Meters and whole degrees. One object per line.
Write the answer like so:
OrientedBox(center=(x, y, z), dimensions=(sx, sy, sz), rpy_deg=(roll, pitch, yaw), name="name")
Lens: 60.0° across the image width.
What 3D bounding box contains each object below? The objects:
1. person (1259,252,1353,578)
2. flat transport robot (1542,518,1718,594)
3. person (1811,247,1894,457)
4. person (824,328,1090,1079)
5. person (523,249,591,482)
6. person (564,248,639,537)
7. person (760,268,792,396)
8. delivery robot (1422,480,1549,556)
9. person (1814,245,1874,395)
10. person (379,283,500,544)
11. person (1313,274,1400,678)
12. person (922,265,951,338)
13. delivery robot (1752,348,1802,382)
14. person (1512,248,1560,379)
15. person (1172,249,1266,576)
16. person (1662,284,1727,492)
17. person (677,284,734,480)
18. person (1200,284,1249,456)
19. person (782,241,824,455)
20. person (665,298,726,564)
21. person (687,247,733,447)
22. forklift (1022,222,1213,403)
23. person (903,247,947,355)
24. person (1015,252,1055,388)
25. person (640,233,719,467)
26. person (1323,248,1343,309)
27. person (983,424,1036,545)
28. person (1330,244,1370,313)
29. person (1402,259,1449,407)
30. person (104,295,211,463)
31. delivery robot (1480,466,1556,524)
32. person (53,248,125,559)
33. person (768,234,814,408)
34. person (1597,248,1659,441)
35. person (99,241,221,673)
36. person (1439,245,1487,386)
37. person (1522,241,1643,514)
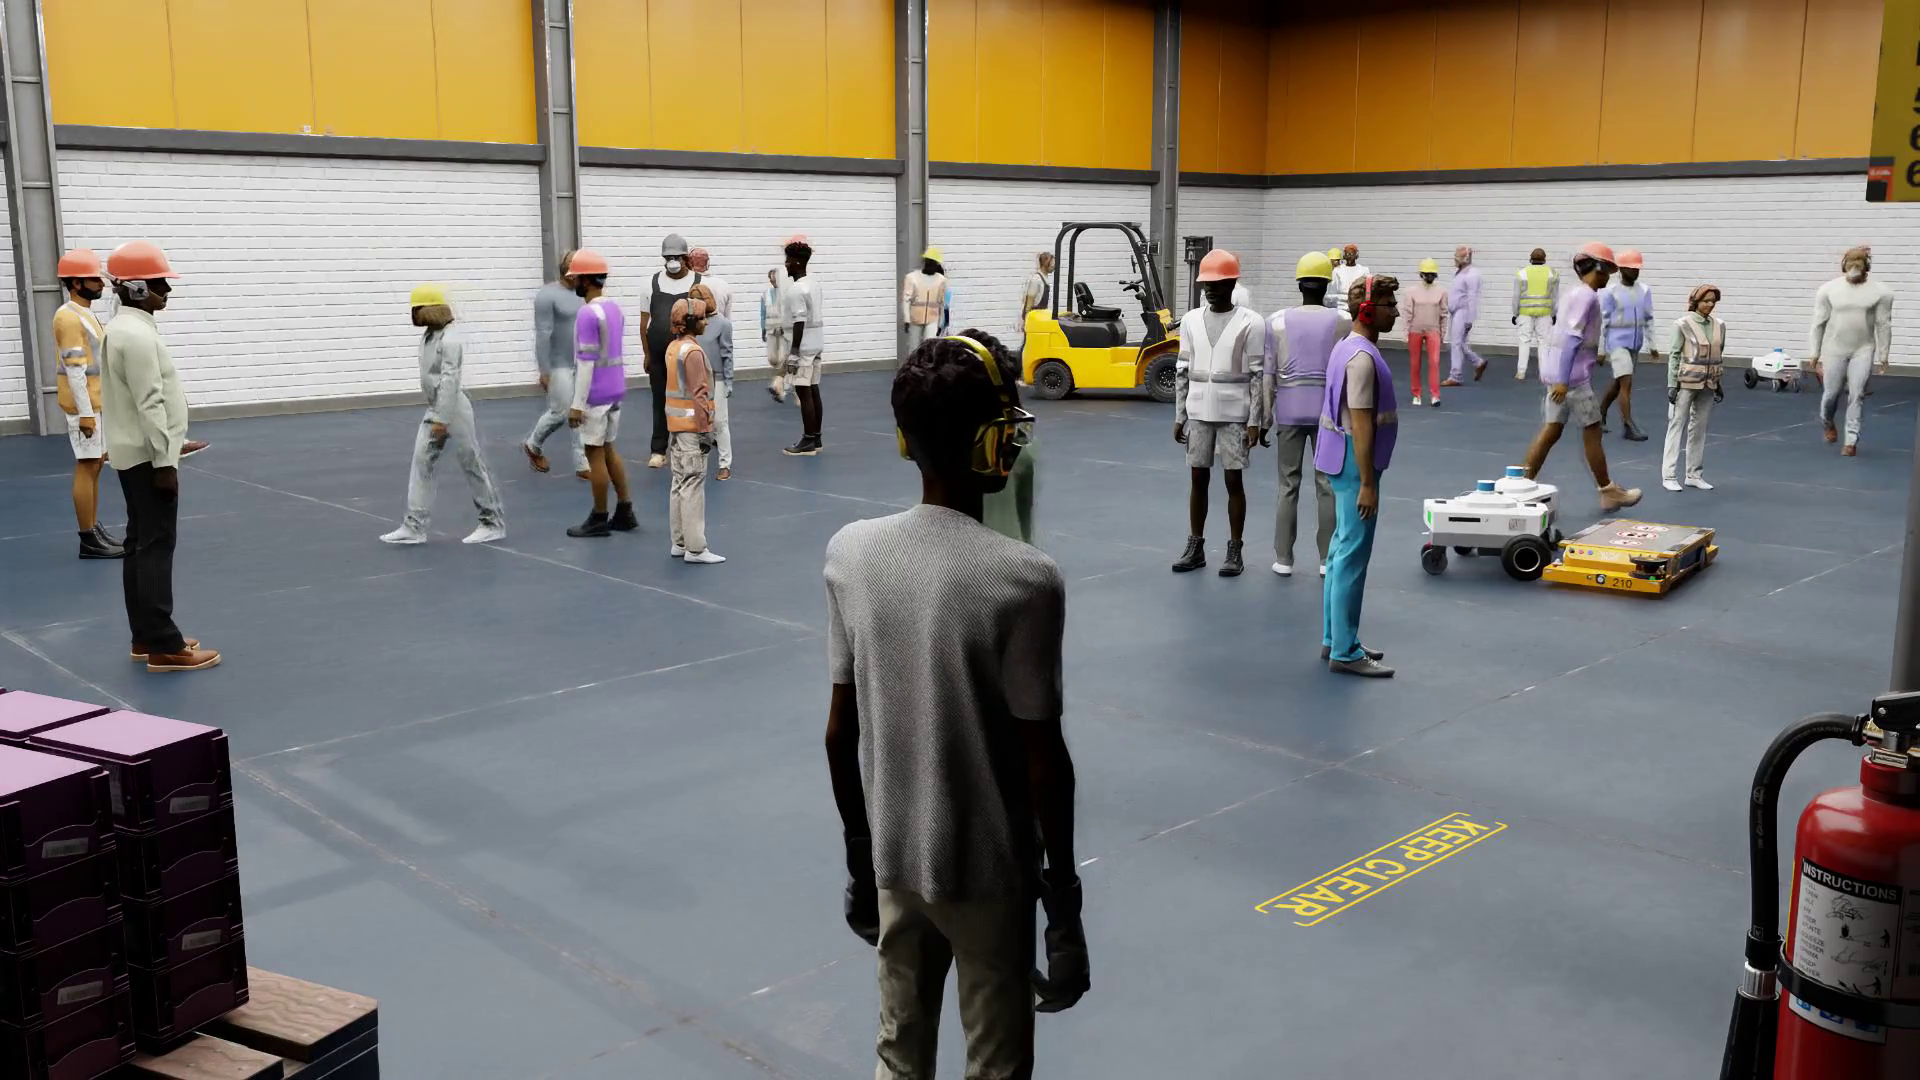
OrientedBox(center=(2.069, -0.734, 9.865), dimensions=(0.594, 1.922, 0.385), rpy_deg=(2, 11, 12), name="person")
OrientedBox(center=(4.041, 0.075, 9.963), dimensions=(0.652, 0.197, 1.431), rpy_deg=(7, 13, 35), name="flat transport robot")
OrientedBox(center=(8.250, -1.749, 15.424), dimensions=(0.657, 1.916, 0.617), rpy_deg=(5, 12, 27), name="person")
OrientedBox(center=(0.003, 0.581, 2.841), dimensions=(0.513, 1.872, 0.328), rpy_deg=(8, 13, 36), name="person")
OrientedBox(center=(-3.288, -1.430, 13.683), dimensions=(0.768, 1.918, 0.656), rpy_deg=(7, 12, 33), name="person")
OrientedBox(center=(-2.443, -0.976, 11.156), dimensions=(0.367, 1.938, 0.553), rpy_deg=(2, 11, 9), name="person")
OrientedBox(center=(-2.254, -2.628, 21.044), dimensions=(0.522, 1.621, 0.610), rpy_deg=(5, 11, 24), name="person")
OrientedBox(center=(3.140, -0.115, 9.970), dimensions=(0.707, 0.478, 0.477), rpy_deg=(2, 11, 14), name="delivery robot")
OrientedBox(center=(11.303, -2.781, 21.099), dimensions=(0.640, 1.890, 0.661), rpy_deg=(4, 11, 20), name="person")
OrientedBox(center=(-3.405, -0.798, 10.794), dimensions=(0.836, 1.709, 0.500), rpy_deg=(-10, 15, -44), name="person")
OrientedBox(center=(1.835, -0.300, 7.708), dimensions=(0.383, 1.845, 0.570), rpy_deg=(1, 10, 7), name="person")
OrientedBox(center=(-0.291, -2.948, 22.706), dimensions=(0.886, 1.648, 0.563), rpy_deg=(-6, 12, -30), name="person")
OrientedBox(center=(10.663, -2.269, 21.714), dimensions=(0.477, 0.478, 0.707), rpy_deg=(0, 10, -2), name="delivery robot")
OrientedBox(center=(8.105, -3.185, 23.456), dimensions=(0.633, 1.841, 0.429), rpy_deg=(2, 11, 12), name="person")
OrientedBox(center=(1.528, -0.749, 9.908), dimensions=(0.552, 1.936, 0.358), rpy_deg=(6, 12, 29), name="person")
OrientedBox(center=(5.835, -1.203, 13.206), dimensions=(0.522, 1.636, 0.309), rpy_deg=(-3, 11, -18), name="person")
OrientedBox(center=(-2.115, -1.304, 13.792), dimensions=(0.504, 1.627, 0.290), rpy_deg=(2, 11, 13), name="person")
OrientedBox(center=(2.367, -1.698, 15.298), dimensions=(0.620, 1.864, 0.594), rpy_deg=(-6, 12, -28), name="person")
OrientedBox(center=(-1.450, -1.762, 15.351), dimensions=(0.372, 1.966, 0.608), rpy_deg=(3, 11, 14), name="person")
OrientedBox(center=(-1.667, -0.672, 10.305), dimensions=(0.305, 1.640, 0.522), rpy_deg=(-5, 12, -26), name="person")
OrientedBox(center=(-2.471, -1.814, 15.799), dimensions=(0.639, 1.910, 0.407), rpy_deg=(-8, 13, -37), name="person")
OrientedBox(center=(1.935, -2.847, 20.651), dimensions=(2.313, 2.155, 1.214), rpy_deg=(2, 11, 13), name="forklift")
OrientedBox(center=(-0.474, -2.885, 21.767), dimensions=(0.614, 1.868, 0.953), rpy_deg=(-2, 11, -12), name="person")
OrientedBox(center=(1.046, -2.887, 21.940), dimensions=(0.906, 1.791, 0.537), rpy_deg=(2, 11, 10), name="person")
OrientedBox(center=(-2.455, -1.642, 14.498), dimensions=(0.681, 2.000, 0.536), rpy_deg=(0, 10, -1), name="person")
OrientedBox(center=(5.620, -3.475, 25.059), dimensions=(0.596, 1.831, 0.403), rpy_deg=(4, 11, 21), name="person")
OrientedBox(center=(0.106, 0.112, 6.146), dimensions=(0.505, 1.592, 0.668), rpy_deg=(-4, 11, -23), name="person")
OrientedBox(center=(5.817, -3.470, 24.894), dimensions=(0.584, 1.882, 0.337), rpy_deg=(3, 11, 15), name="person")
OrientedBox(center=(5.485, -2.427, 19.606), dimensions=(0.532, 1.738, 0.791), rpy_deg=(2, 11, 11), name="person")
OrientedBox(center=(-7.304, -1.595, 14.865), dimensions=(0.970, 1.808, 0.543), rpy_deg=(-6, 12, -29), name="person")
OrientedBox(center=(3.510, -0.225, 10.568), dimensions=(0.477, 0.478, 0.707), rpy_deg=(9, 14, 39), name="delivery robot")
OrientedBox(center=(-5.459, -0.851, 10.461), dimensions=(0.361, 1.939, 0.542), rpy_deg=(-4, 11, -19), name="person")
OrientedBox(center=(-1.923, -2.548, 19.461), dimensions=(0.525, 2.031, 0.641), rpy_deg=(-10, 14, -43), name="person")
OrientedBox(center=(6.647, -1.971, 16.709), dimensions=(0.560, 1.902, 0.960), rpy_deg=(-3, 11, -18), name="person")
OrientedBox(center=(-3.773, -0.384, 7.761), dimensions=(0.378, 1.995, 0.609), rpy_deg=(-8, 13, -37), name="person")
OrientedBox(center=(6.777, -3.002, 22.321), dimensions=(0.625, 1.889, 0.660), rpy_deg=(0, 10, 0), name="person")
OrientedBox(center=(4.521, -1.159, 12.046), dimensions=(0.989, 1.969, 0.692), rpy_deg=(1, 10, 7), name="person")
